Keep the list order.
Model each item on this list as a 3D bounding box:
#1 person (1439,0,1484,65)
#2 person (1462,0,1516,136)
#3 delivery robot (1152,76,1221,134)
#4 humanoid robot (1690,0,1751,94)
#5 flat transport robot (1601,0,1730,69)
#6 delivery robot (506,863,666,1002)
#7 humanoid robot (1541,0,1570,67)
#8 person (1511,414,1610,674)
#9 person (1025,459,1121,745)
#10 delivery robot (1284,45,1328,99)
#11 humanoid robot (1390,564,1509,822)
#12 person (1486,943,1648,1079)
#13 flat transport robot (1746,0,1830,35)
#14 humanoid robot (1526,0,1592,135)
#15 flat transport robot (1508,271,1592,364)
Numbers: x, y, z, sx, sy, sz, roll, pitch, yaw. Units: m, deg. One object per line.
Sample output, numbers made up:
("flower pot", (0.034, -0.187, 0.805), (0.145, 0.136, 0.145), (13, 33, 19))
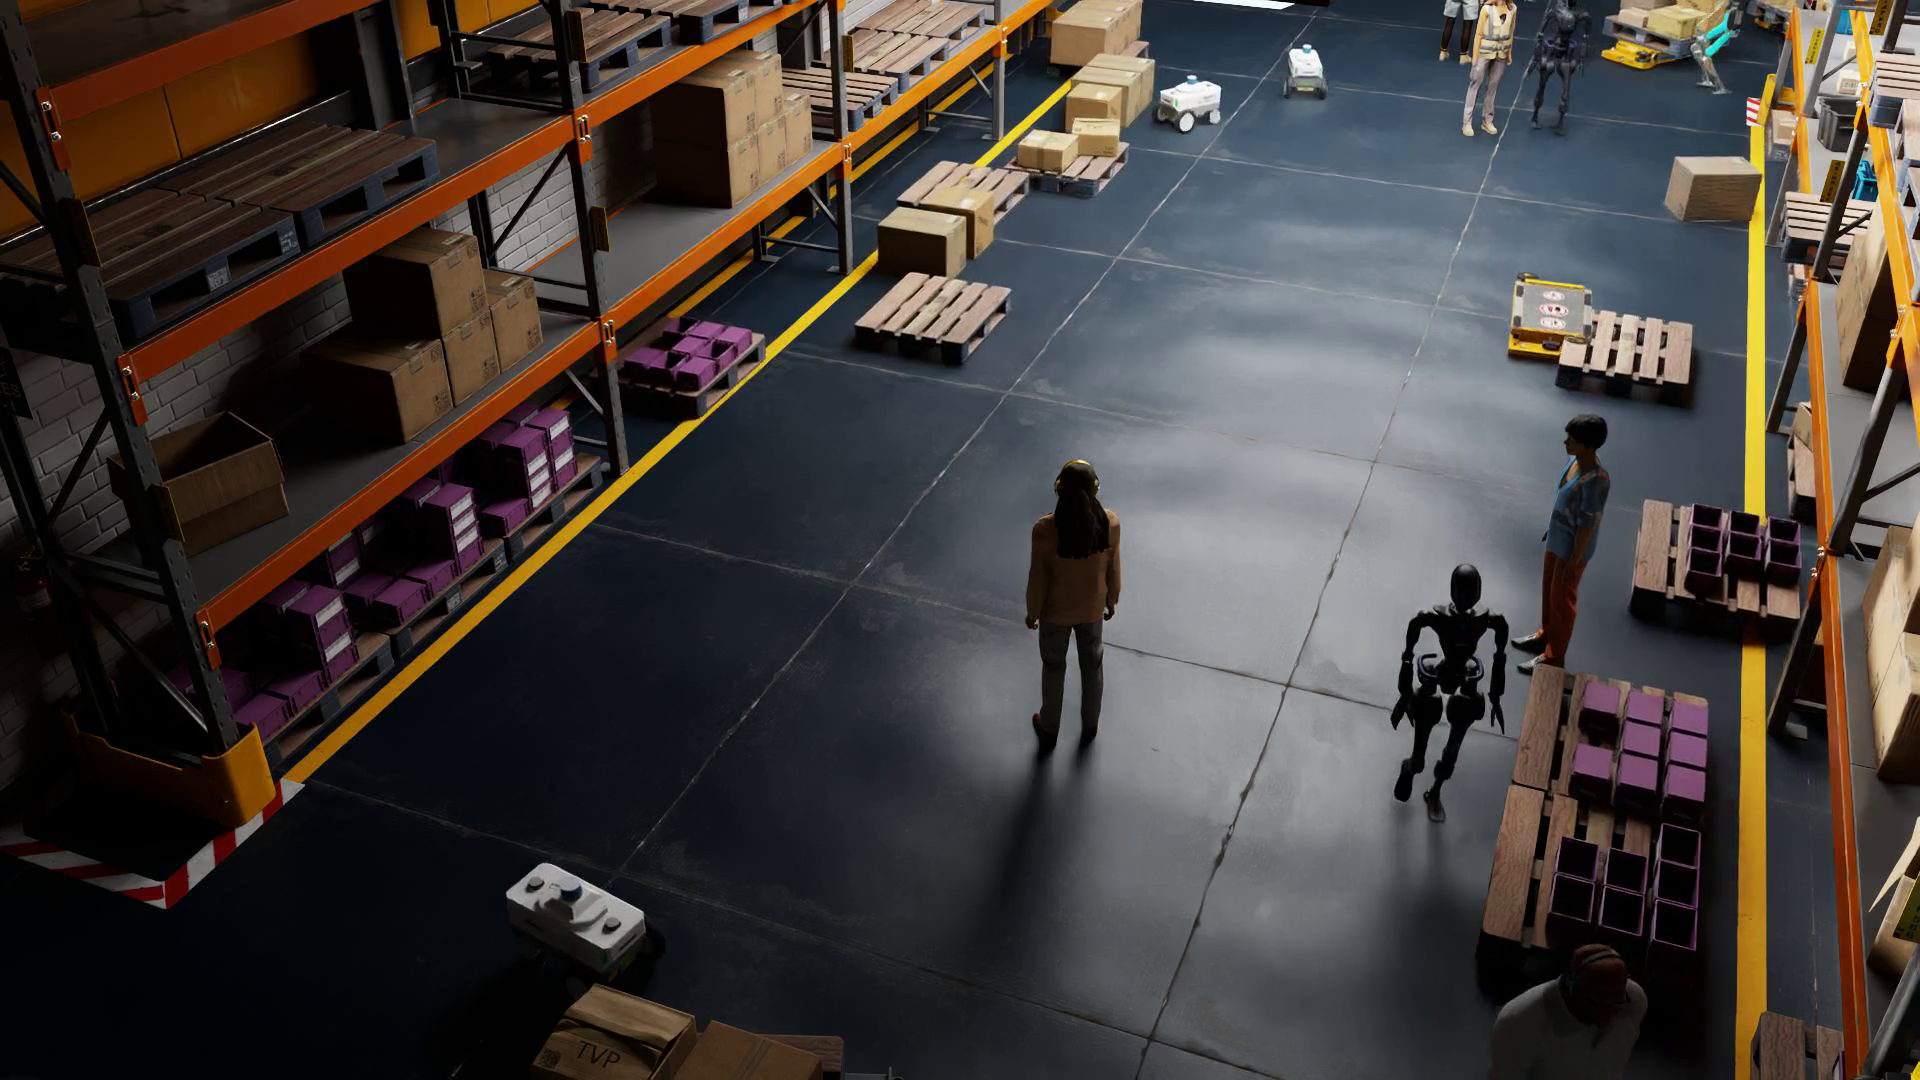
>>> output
("person", (6.337, -6.841, 20.871), (0.535, 1.693, 0.320), (22, 39, 30))
("person", (5.942, -5.411, 18.575), (0.479, 1.778, 0.304), (-7, 34, -11))
("delivery robot", (2.632, -5.020, 19.095), (0.797, 0.593, 0.499), (-20, 38, -27))
("humanoid robot", (9.075, -6.235, 19.884), (0.669, 1.794, 0.547), (8, 34, 12))
("flat transport robot", (8.997, -6.320, 21.373), (1.431, 0.231, 0.659), (-18, 37, -26))
("delivery robot", (-1.893, 1.933, 8.327), (0.752, 0.583, 0.521), (19, 37, 27))
("humanoid robot", (7.630, -6.808, 20.868), (0.555, 1.641, 0.607), (14, 36, 21))
("person", (3.706, 0.025, 10.182), (0.335, 1.759, 0.495), (2, 33, 3))
("person", (0.651, 0.380, 9.526), (0.564, 1.876, 0.405), (-8, 34, -12))
("delivery robot", (4.167, -5.683, 20.095), (0.499, 0.563, 0.738), (2, 33, 3))
("humanoid robot", (2.661, 0.829, 9.014), (0.601, 1.650, 0.380), (3, 33, 4))
("person", (2.351, 2.276, 6.616), (0.670, 1.856, 0.994), (-6, 33, -9))
("flat transport robot", (11.292, -6.776, 22.078), (0.659, 0.231, 1.431), (-7, 34, -11))
("humanoid robot", (6.720, -5.400, 18.666), (0.609, 1.644, 0.526), (4, 33, 6))
("flat transport robot", (5.197, -1.962, 14.627), (0.659, 0.231, 1.431), (10, 34, 15))
